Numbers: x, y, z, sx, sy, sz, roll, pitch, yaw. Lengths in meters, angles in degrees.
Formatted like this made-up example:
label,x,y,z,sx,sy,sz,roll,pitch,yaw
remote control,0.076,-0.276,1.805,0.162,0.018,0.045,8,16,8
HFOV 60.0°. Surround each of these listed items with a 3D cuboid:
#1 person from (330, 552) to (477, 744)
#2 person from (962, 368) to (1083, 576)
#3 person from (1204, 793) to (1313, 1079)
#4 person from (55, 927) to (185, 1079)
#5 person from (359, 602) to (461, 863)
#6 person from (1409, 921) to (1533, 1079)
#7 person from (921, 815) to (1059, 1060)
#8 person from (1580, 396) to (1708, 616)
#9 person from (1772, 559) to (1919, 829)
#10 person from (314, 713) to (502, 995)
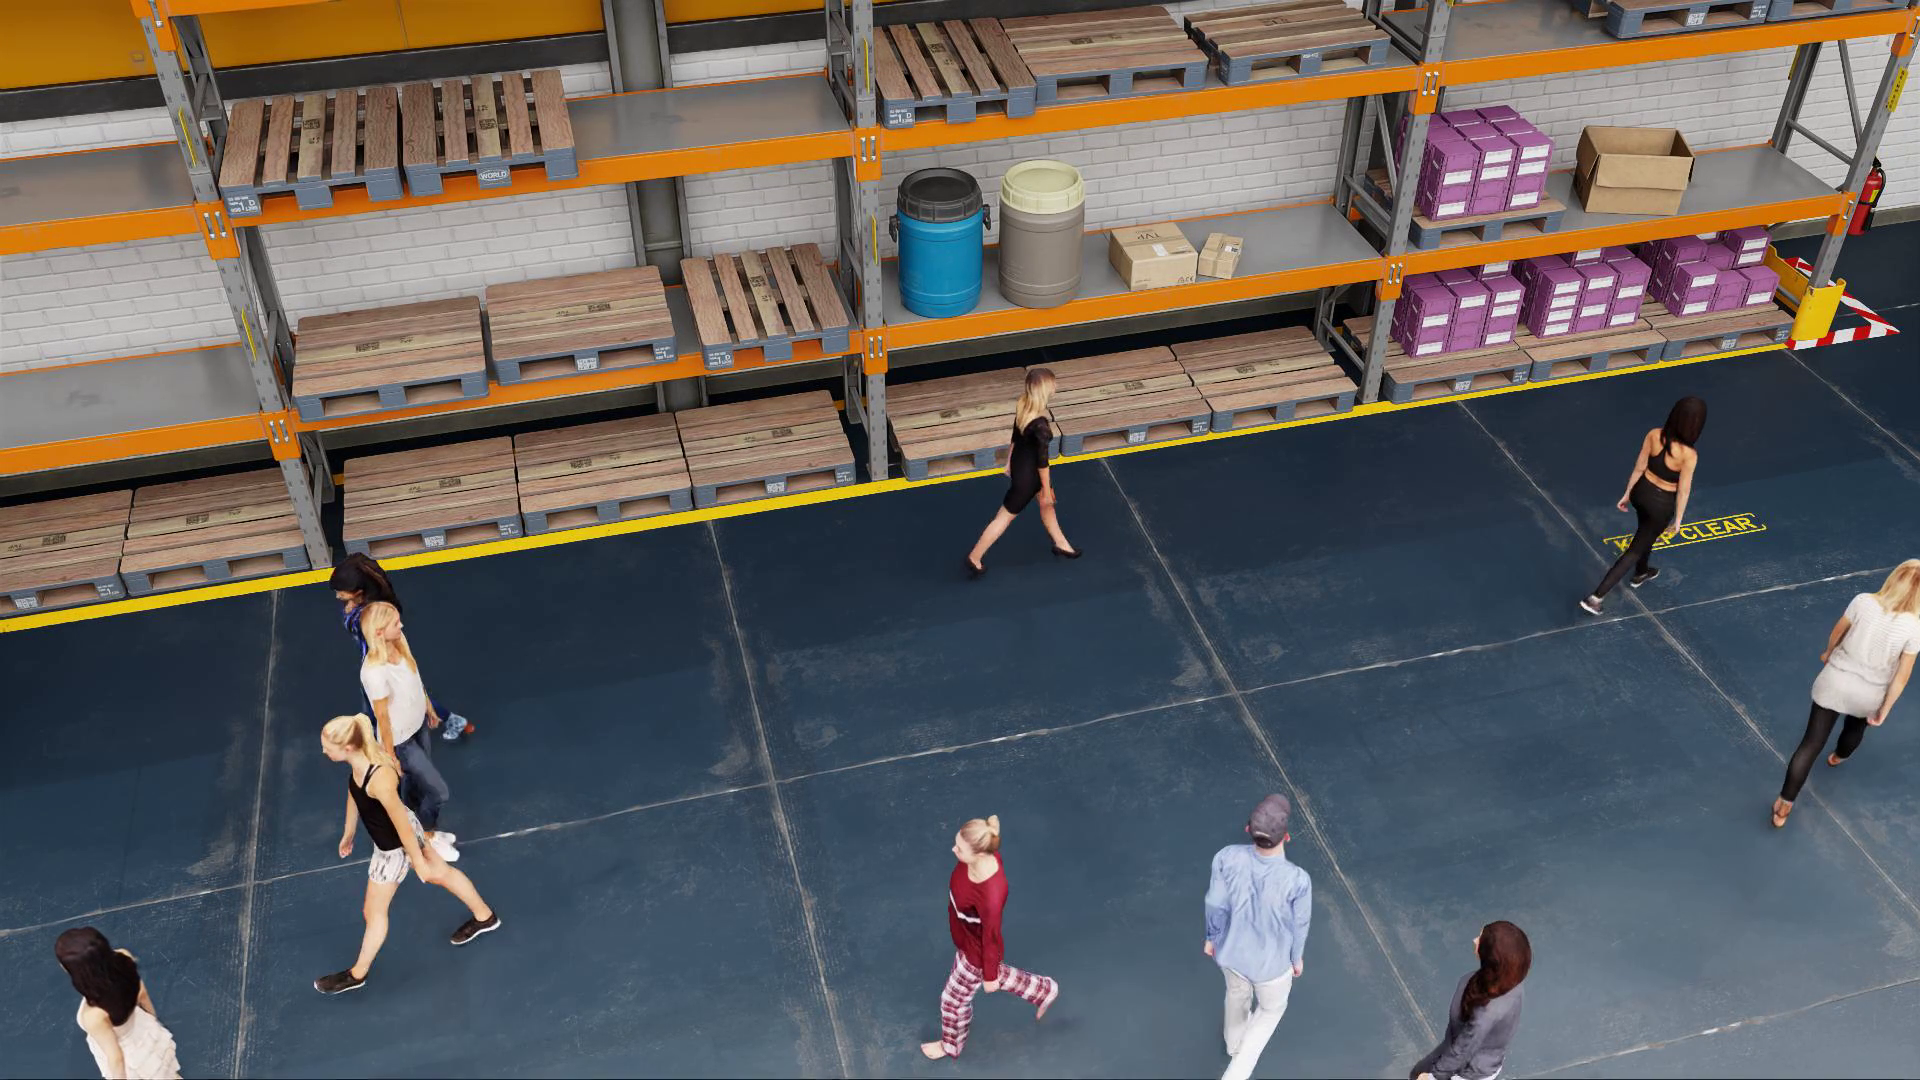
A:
label,x,y,z,sx,sy,sz,roll,pitch,yaw
person,-3.278,0.700,9.729,0.984,1.587,0.686,-10,40,-13
person,0.362,-0.389,11.064,1.088,1.623,0.571,-9,40,-11
person,1.368,1.992,7.886,0.970,1.868,1.045,22,43,25
person,-3.715,2.348,7.546,0.606,1.734,0.635,0,39,0
person,-3.127,1.068,9.102,0.702,1.794,0.695,2,39,2
person,2.385,2.390,7.501,1.171,1.726,1.054,16,41,19
person,0.159,1.939,8.101,0.959,1.682,0.661,-7,39,-9
person,4.450,-0.186,10.823,1.141,1.605,0.779,-20,43,-24
person,4.960,0.904,9.326,1.064,1.770,1.263,28,47,31
person,-2.805,1.515,8.550,1.246,1.783,0.756,-19,42,-22
